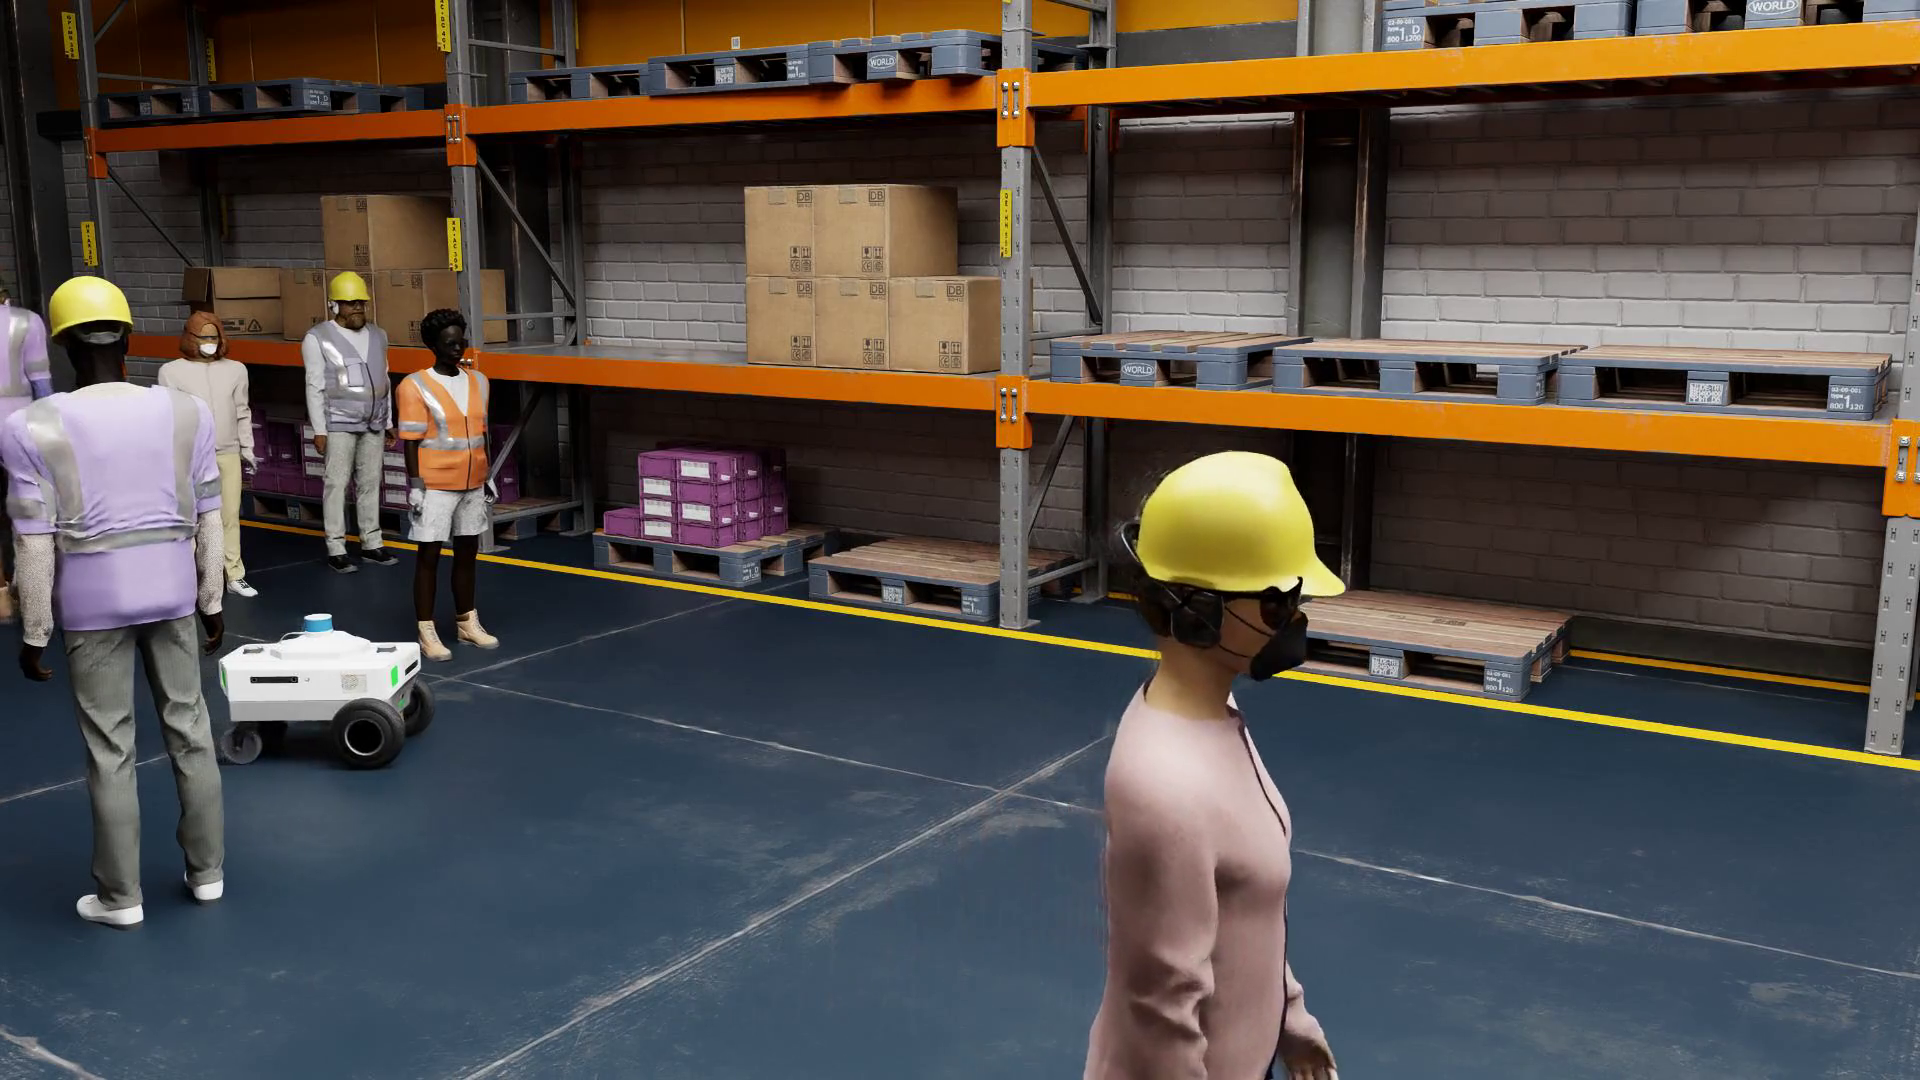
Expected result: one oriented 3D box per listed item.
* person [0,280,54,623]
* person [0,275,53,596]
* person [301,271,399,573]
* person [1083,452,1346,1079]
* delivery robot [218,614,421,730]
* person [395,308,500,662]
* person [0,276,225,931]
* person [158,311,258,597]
[{"bbox_3d":[-5.068,-0.551,8.717,0.642,2.028,0.502,-5,11,-25],"label":"person"},{"bbox_3d":[-5.311,-0.544,9.086,0.640,1.899,0.967,7,12,35],"label":"person"},{"bbox_3d":[-3.715,-0.724,10.217,0.403,1.832,0.593,7,12,34],"label":"person"},{"bbox_3d":[0.346,0.756,2.232,0.357,1.764,0.544,2,10,11],"label":"person"},{"bbox_3d":[-2.508,0.533,6.533,0.707,0.478,0.477,0,10,-2],"label":"delivery robot"},{"bbox_3d":[-2.478,-0.272,8.093,0.320,1.695,0.537,7,12,34],"label":"person"},{"bbox_3d":[-2.471,0.192,4.910,0.380,1.917,0.586,10,14,44],"label":"person"},{"bbox_3d":[-4.205,-0.464,9.333,0.287,1.633,0.497,10,14,44],"label":"person"}]
